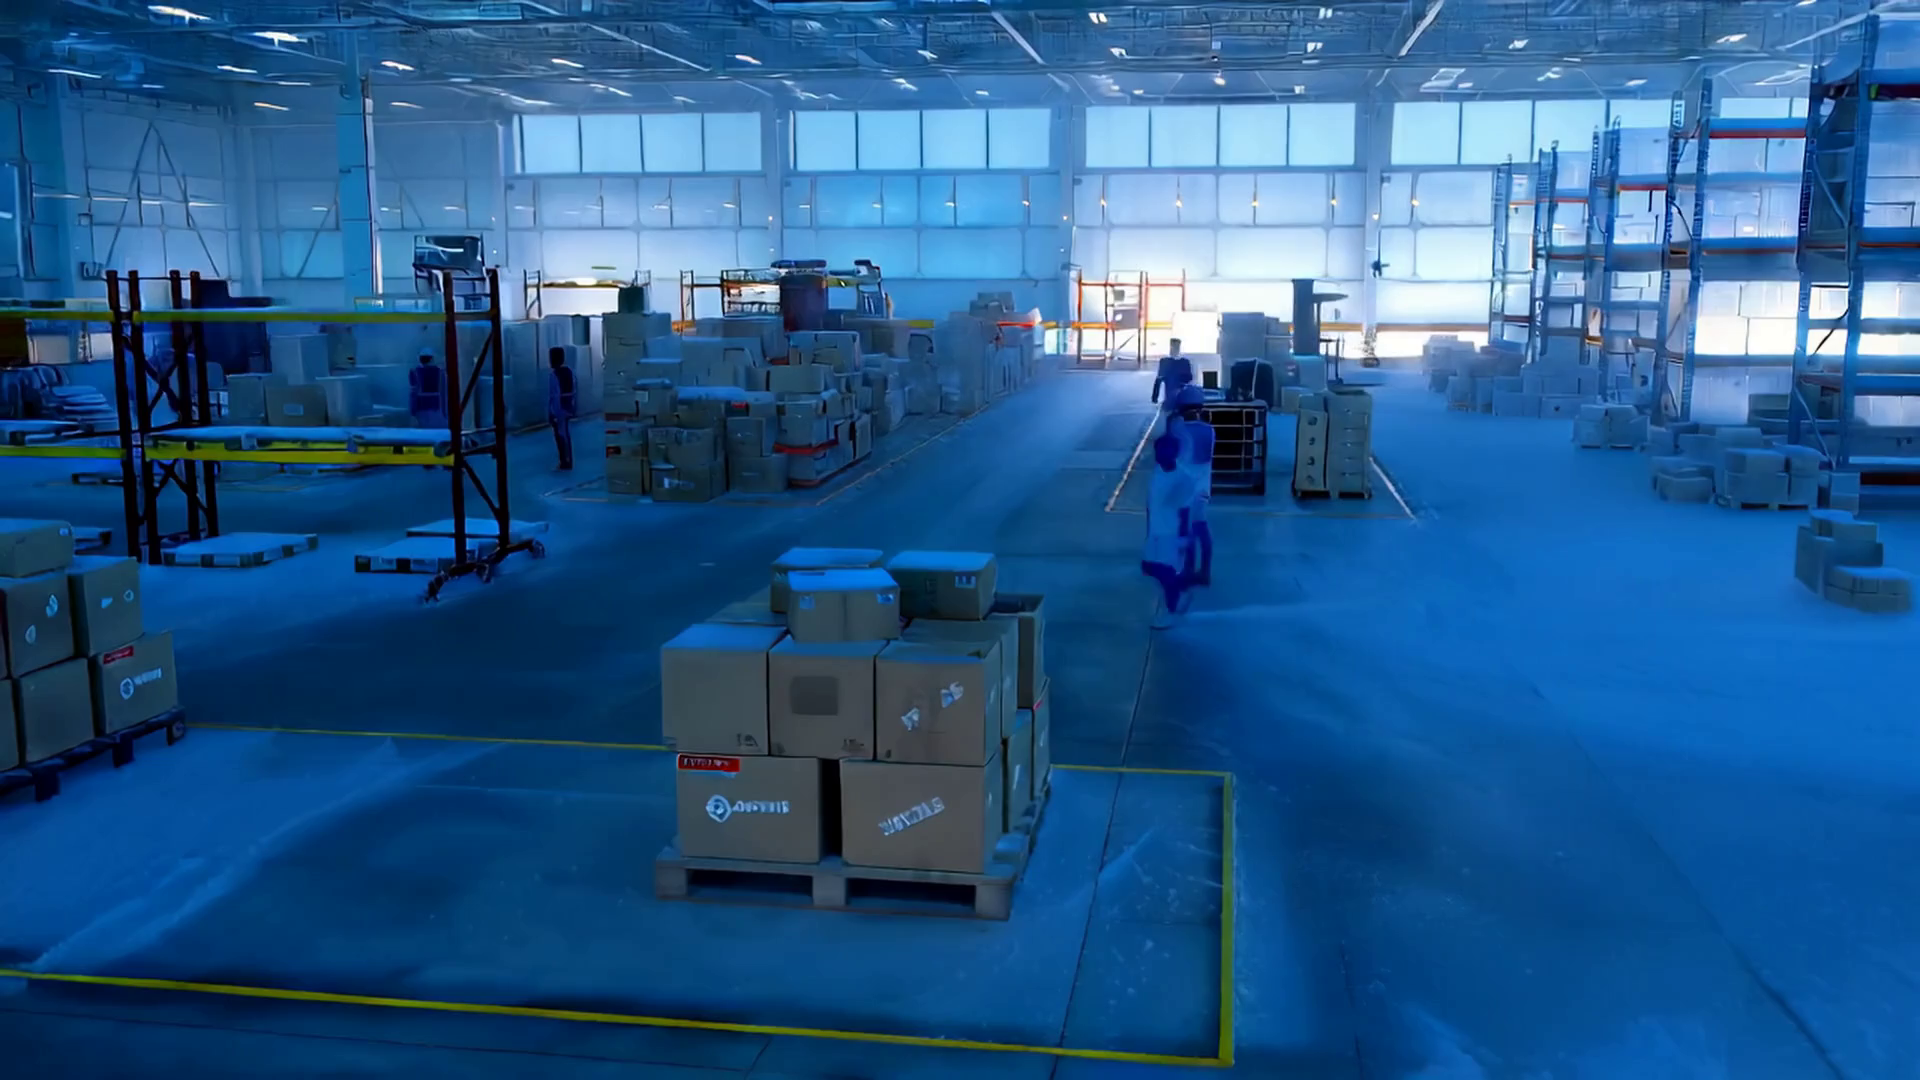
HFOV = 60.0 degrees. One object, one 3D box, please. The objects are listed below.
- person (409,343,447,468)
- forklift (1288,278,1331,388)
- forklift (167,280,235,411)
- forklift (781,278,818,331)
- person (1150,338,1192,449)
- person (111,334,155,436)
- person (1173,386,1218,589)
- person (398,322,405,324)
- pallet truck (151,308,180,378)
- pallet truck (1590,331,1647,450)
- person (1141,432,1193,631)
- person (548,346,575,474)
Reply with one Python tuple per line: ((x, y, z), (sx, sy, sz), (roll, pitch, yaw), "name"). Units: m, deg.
((-8.178, -2.055, 25.554), (0.552, 1.923, 0.395), (-6, 11, -32), "person")
((8.804, -5.362, 42.987), (1.873, 2.768, 1.129), (4, 10, 24), "forklift")
((-15.893, -4.164, 35.595), (1.873, 2.768, 1.129), (-8, 12, -41), "forklift")
((-4.114, -5.349, 42.906), (1.129, 2.768, 1.873), (0, 9, 1), "forklift")
((3.573, -2.440, 27.967), (1.058, 1.901, 0.613), (-8, 12, -40), "person")
((-15.075, -2.818, 30.334), (0.683, 1.894, 0.466), (-2, 9, -14), "person")
((2.202, -0.505, 15.928), (0.552, 1.934, 0.373), (-8, 12, -40), "person")
((-15.250, -5.264, 45.457), (0.346, 1.881, 0.595), (1, 9, 6), "person")
((-21.869, -5.598, 47.154), (0.823, 1.965, 1.885), (4, 10, 26), "pallet truck")
((11.253, -2.573, 28.499), (0.823, 1.965, 1.885), (5, 10, 27), "pallet truck")
((1.775, -0.077, 14.047), (0.416, 1.685, 0.550), (-5, 10, -26), "person")
((-5.955, -1.934, 24.799), (0.392, 1.920, 0.587), (1, 9, 4), "person")
